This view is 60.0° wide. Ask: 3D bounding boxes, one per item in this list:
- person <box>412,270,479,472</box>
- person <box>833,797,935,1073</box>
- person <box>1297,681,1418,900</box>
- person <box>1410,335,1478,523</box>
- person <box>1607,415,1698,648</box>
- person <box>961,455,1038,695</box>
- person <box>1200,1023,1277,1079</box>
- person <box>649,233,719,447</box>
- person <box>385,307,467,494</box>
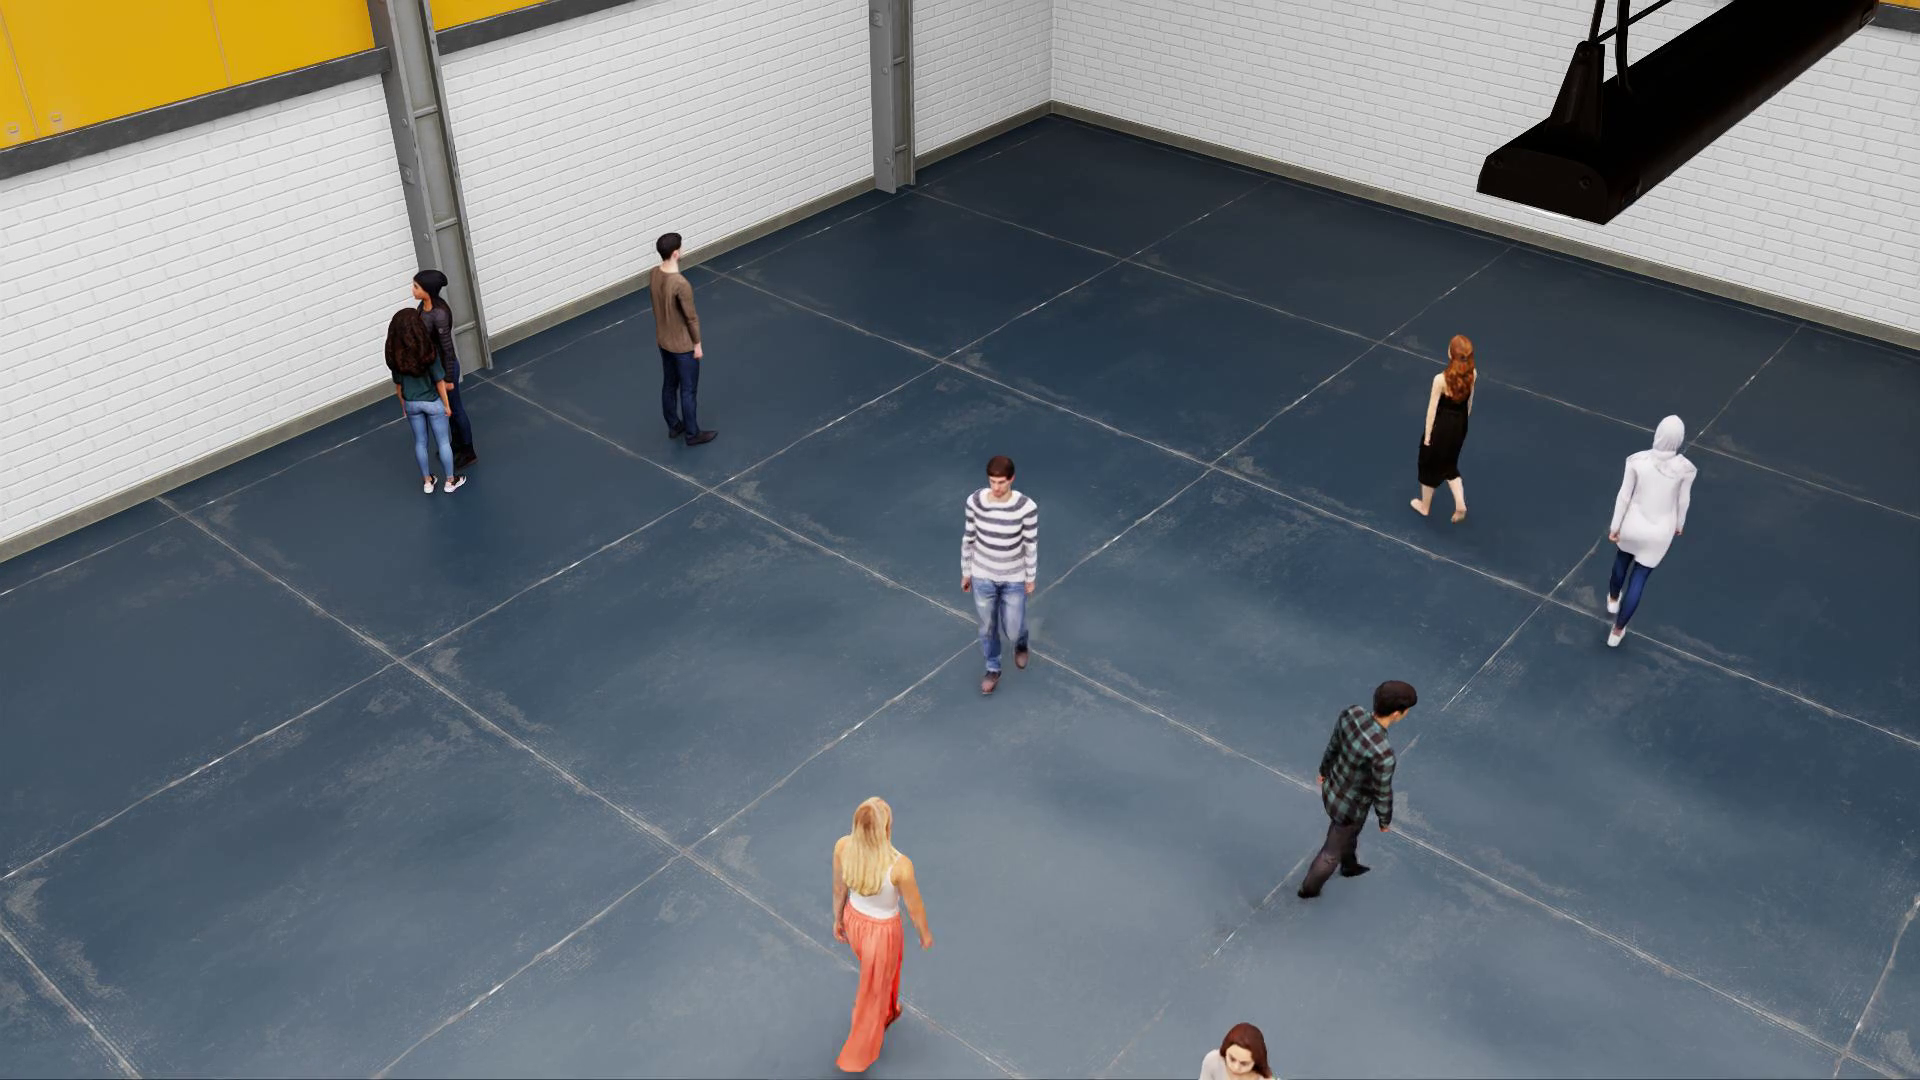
[{"bbox_3d":[-4.261,-1.410,13.700,0.641,1.746,0.677,-22,39,-29],"label":"person"},{"bbox_3d":[-0.493,2.070,8.431,0.665,1.783,0.863,22,39,29],"label":"person"},{"bbox_3d":[2.164,1.482,9.574,1.007,1.691,0.957,-10,35,-15],"label":"person"},{"bbox_3d":[3.829,-0.817,12.929,0.844,1.612,0.852,-11,35,-16],"label":"person"},{"bbox_3d":[4.765,-0.016,11.595,0.712,1.753,0.932,18,38,26],"label":"person"},{"bbox_3d":[0.287,0.178,11.227,0.797,1.838,0.861,10,35,14],"label":"person"},{"bbox_3d":[1.296,2.719,7.735,0.652,1.471,0.870,16,37,23],"label":"person"},{"bbox_3d":[-2.379,-1.689,13.992,0.649,1.887,0.550,27,42,34],"label":"person"},{"bbox_3d":[-4.314,-1.118,13.377,0.717,1.617,0.763,2,34,3],"label":"person"}]
